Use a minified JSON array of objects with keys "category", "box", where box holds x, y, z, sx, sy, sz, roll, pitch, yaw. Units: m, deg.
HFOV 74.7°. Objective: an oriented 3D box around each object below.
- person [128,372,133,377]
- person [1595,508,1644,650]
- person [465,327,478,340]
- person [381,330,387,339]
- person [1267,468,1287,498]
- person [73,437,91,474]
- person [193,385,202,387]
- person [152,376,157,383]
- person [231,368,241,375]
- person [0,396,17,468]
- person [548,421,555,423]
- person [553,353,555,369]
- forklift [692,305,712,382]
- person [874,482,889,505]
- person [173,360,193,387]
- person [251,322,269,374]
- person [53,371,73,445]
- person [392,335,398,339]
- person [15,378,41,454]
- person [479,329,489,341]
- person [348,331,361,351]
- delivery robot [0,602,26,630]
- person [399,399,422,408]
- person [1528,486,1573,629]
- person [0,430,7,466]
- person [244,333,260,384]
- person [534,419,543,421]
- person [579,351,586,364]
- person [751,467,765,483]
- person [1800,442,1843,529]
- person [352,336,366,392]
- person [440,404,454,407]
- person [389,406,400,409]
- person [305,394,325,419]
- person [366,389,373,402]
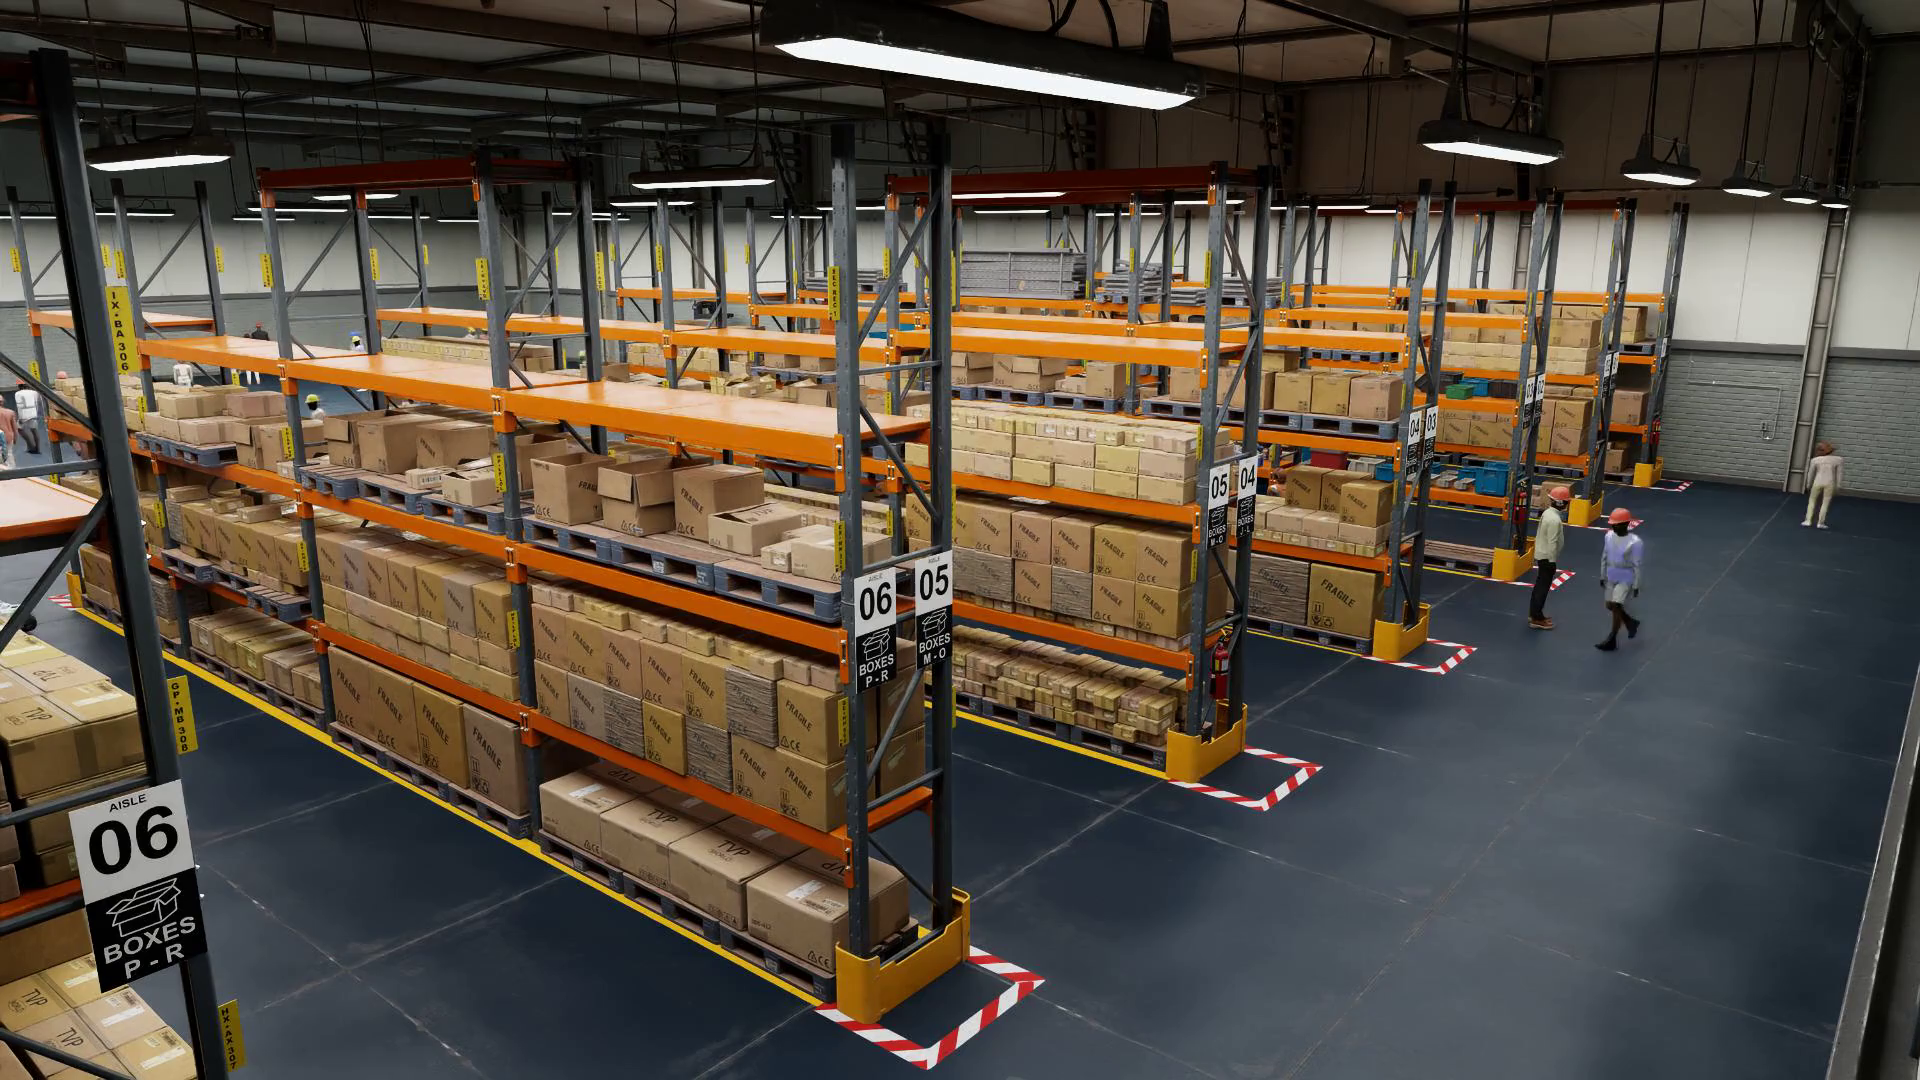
[{"category":"person","box":[-24.901,-4.572,37.496,0.628,1.889,0.666,6,15,25]},{"category":"person","box":[8.790,0.488,16.660,0.706,1.907,0.583,-5,15,-20]},{"category":"person","box":[-19.543,-7.648,50.386,0.875,1.791,0.621,9,16,33]},{"category":"person","box":[-21.584,-6.890,47.004,0.401,1.904,0.646,1,14,4]},{"category":"person","box":[5.260,-0.380,20.777,0.522,1.640,0.306,-6,15,-22]},{"category":"person","box":[-18.531,-1.989,26.903,0.909,1.866,0.679,8,16,31]},{"category":"person","box":[-17.811,-2.691,29.663,0.374,1.935,0.552,-9,16,-32]},{"category":"person","box":[-21.606,-3.599,33.967,0.529,1.661,0.841,5,14,18]},{"category":"person","box":[-24.360,-5.649,42.059,0.562,1.827,0.654,-8,16,-30]},{"category":"person","box":[-21.117,-2.252,27.770,0.479,1.977,0.647,5,15,20]},{"category":"person","box":[-10.825,-3.487,32.968,0.976,1.928,0.616,3,14,13]},{"category":"person","box":[-13.186,-5.349,41.281,0.391,1.611,0.507,-4,14,-16]},{"category":"forklift","box":[-9.511,-7.392,47.124,1.873,2.768,1.129,11,17,38]},{"category":"person","box":[-1.203,-0.109,19.708,0.433,1.615,0.524,9,16,31]},{"category":"person","box":[-24.536,-4.986,39.774,0.548,1.613,0.687,-13,19,-42]},{"category":"person","box":[-27.552,-7.582,49.660,0.612,1.995,0.382,-10,17,-36]},{"category":"person","box":[-23.189,-3.426,32.711,0.552,1.921,0.461,-9,17,-34]},{"category":"person","box":[-20.000,-6.338,44.740,0.453,1.896,0.612,6,15,25]},{"category":"person","box":[-23.268,-3.104,31.386,0.473,1.921,0.585,3,14,13]},{"category":"person","box":[-19.212,-7.769,50.966,0.558,1.741,0.538,9,16,33]},{"category":"person","box":[-22.280,-6.754,46.472,0.625,1.887,0.942,9,16,33]},{"category":"delivery robot","box":[-13.153,1.021,17.168,0.707,0.478,0.477,-2,14,-6]},{"category":"person","box":[-12.691,-2.568,29.203,0.551,1.918,0.583,12,18,42]},{"category":"person","box":[8.237,0.229,17.563,0.418,1.986,0.622,4,14,17]},{"category":"person","box":[-20.332,-1.774,26.508,0.514,1.641,0.308,-2,14,-10]},{"category":"person","box":[-25.999,-6.638,46.099,0.631,1.842,0.428,-10,17,-34]},{"category":"person","box":[-8.667,-1.703,26.018,0.565,1.723,0.611,2,14,9]},{"category":"person","box":[-12.085,-5.239,40.615,0.941,1.708,0.526,-3,14,-14]},{"category":"person","box":[-3.232,-0.339,20.486,0.902,1.701,0.503,11,17,37]},{"category":"person","box":[16.062,-1.008,23.441,0.555,1.620,0.346,10,17,35]},{"category":"person","box":[-20.925,-6.145,43.906,0.373,1.920,0.585,-2,14,-7]},{"category":"person","box":[-11.916,-2.684,29.826,0.627,1.846,0.891,-7,15,-26]},{"category":"person","box":[-16.621,-4.420,36.775,0.635,1.936,0.352,-8,16,-30]},{"category":"person","box":[-14.503,-2.356,28.418,1.008,1.868,0.612,-8,16,-31]},{"category":"person","box":[-16.595,-4.092,35.717,0.952,1.795,0.531,9,16,32]}]
